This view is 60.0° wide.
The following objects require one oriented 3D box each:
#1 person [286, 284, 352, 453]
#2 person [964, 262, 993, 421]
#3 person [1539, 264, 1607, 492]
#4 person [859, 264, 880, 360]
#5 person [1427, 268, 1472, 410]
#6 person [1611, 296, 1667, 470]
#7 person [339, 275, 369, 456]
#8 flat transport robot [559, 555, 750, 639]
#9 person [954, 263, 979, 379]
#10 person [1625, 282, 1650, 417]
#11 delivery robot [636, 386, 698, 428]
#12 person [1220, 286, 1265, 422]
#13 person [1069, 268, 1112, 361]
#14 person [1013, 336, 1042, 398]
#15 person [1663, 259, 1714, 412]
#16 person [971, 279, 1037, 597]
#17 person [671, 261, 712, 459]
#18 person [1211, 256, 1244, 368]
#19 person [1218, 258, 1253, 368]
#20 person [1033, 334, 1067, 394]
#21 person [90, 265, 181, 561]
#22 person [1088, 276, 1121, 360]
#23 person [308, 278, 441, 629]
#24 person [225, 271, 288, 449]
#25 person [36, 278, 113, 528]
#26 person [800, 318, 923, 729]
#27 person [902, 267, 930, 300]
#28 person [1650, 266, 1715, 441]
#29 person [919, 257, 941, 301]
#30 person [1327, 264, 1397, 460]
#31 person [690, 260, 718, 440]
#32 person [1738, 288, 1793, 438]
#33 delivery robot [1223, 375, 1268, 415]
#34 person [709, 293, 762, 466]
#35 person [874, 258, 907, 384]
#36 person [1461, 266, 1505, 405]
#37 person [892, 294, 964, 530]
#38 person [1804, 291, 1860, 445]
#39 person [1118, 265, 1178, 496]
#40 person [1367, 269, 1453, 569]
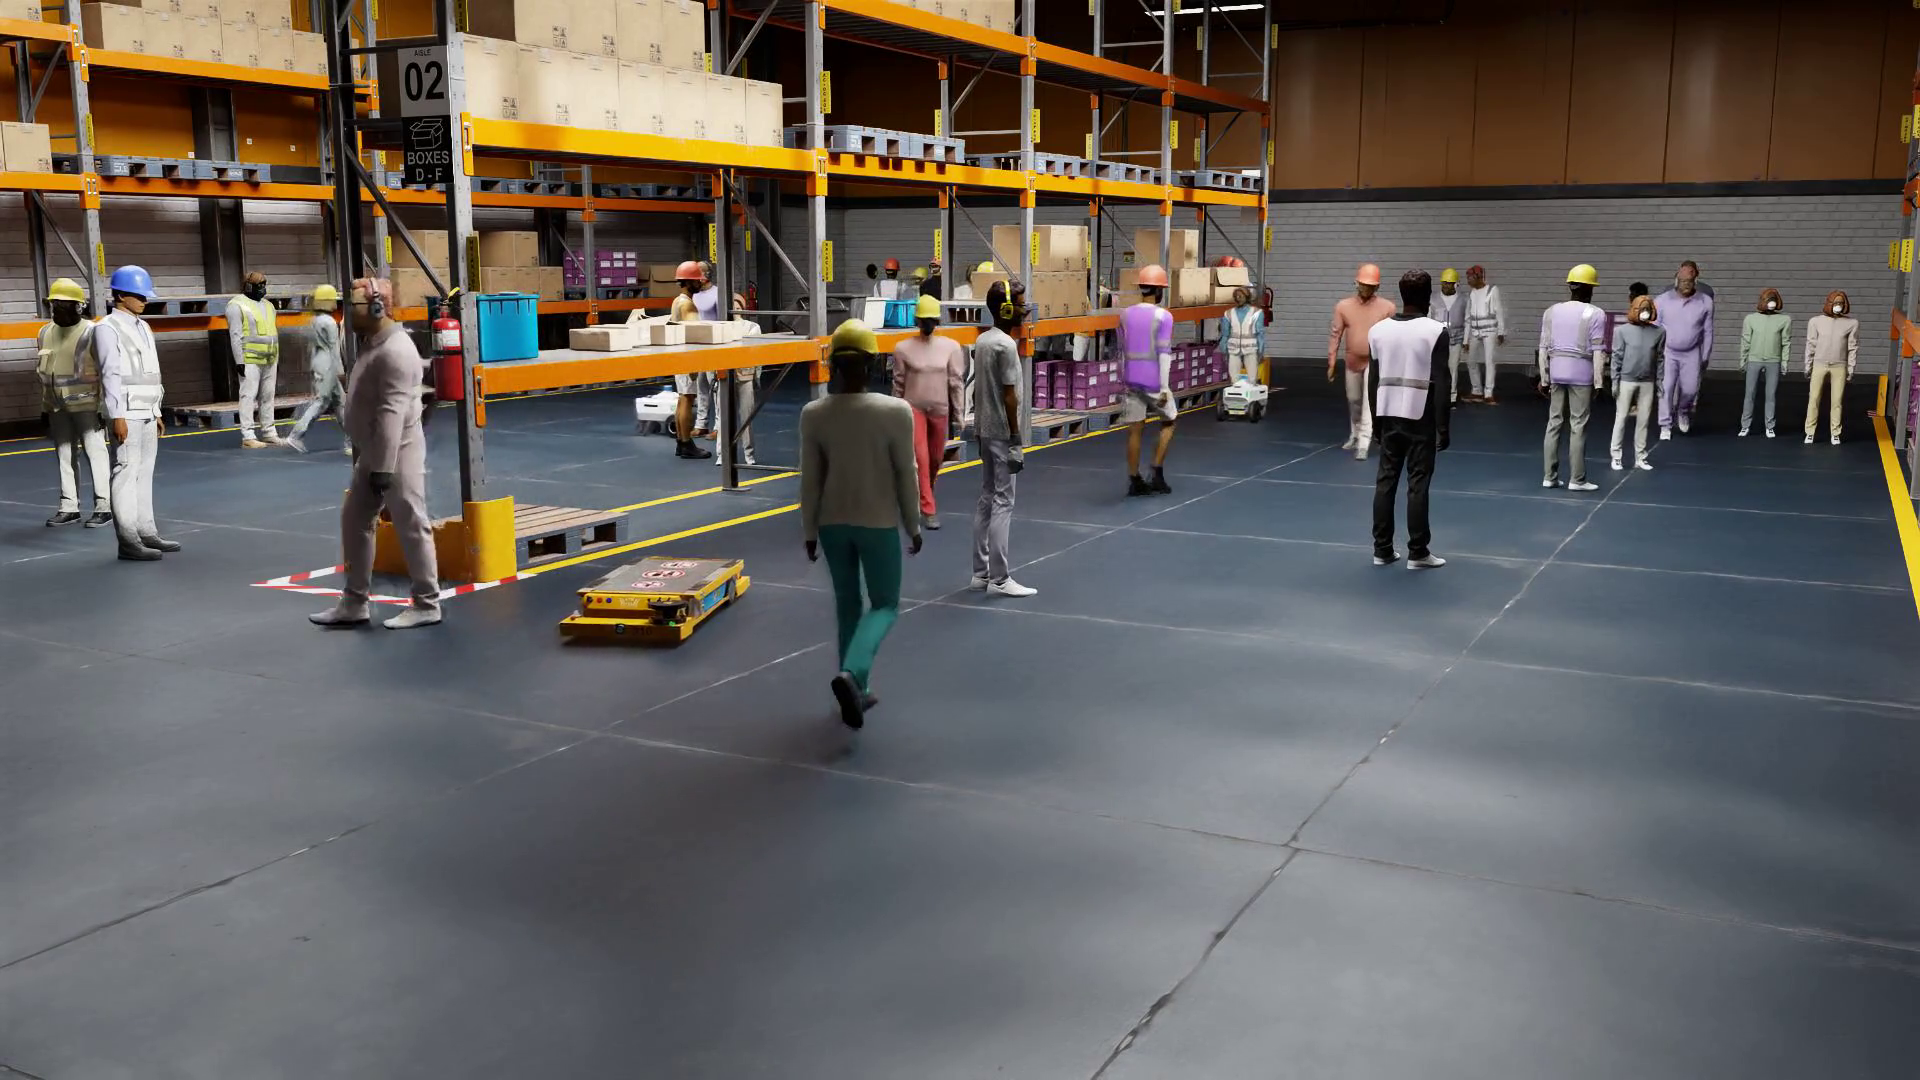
[{"bbox_3d":[-6.498,-1.745,16.938,0.847,1.709,0.496,-8,13,-38],"label":"person"},{"bbox_3d":[0.287,-2.349,19.838,0.403,1.919,0.587,5,11,26],"label":"person"},{"bbox_3d":[5.231,-1.376,14.178,0.384,1.922,0.594,-7,12,-37],"label":"person"},{"bbox_3d":[-1.639,-4.233,31.016,0.520,1.830,0.958,5,11,26],"label":"person"},{"bbox_3d":[6.284,-2.587,21.469,0.591,1.828,0.404,2,10,13],"label":"person"},{"bbox_3d":[6.316,-1.457,15.518,0.505,1.627,0.294,0,10,1],"label":"person"},{"bbox_3d":[-5.897,-1.727,16.454,0.634,1.839,0.429,9,13,42],"label":"person"},{"bbox_3d":[-1.665,0.298,9.268,0.652,0.197,1.431,1,10,7],"label":"flat transport robot"},{"bbox_3d":[0.147,-2.565,21.150,0.639,1.913,0.910,-6,11,-30],"label":"person"},{"bbox_3d":[8.417,-2.362,20.626,0.386,1.662,0.676,2,10,13],"label":"person"},{"bbox_3d":[-3.220,-1.463,18.373,0.707,0.478,0.477,4,11,24],"label":"delivery robot"},{"bbox_3d":[3.394,-2.238,20.004,0.544,1.626,0.373,5,11,25],"label":"person"},{"bbox_3d":[1.794,-2.842,22.945,0.618,1.836,0.430,0,10,-2],"label":"person"},{"bbox_3d":[0.857,-2.997,23.220,0.615,2.040,0.391,0,10,0],"label":"person"},{"bbox_3d":[9.246,-2.597,21.210,0.635,1.935,0.350,0,10,1],"label":"person"},{"bbox_3d":[0.244,-0.591,9.822,0.310,1.860,0.533,-4,11,-21],"label":"person"},{"bbox_3d":[-2.668,-1.772,16.427,0.365,1.939,0.542,-3,10,-17],"label":"person"},{"bbox_3d":[4.210,-3.571,26.757,1.079,1.999,0.607,3,10,17],"label":"person"},{"bbox_3d":[4.312,-3.444,26.127,0.543,1.933,0.363,4,11,21],"label":"person"},{"bbox_3d":[1.344,-2.937,23.938,0.556,1.669,0.543,4,10,21],"label":"person"},{"bbox_3d":[-5.473,-0.839,11.025,0.394,1.940,0.601,0,10,-3],"label":"person"},{"bbox_3d":[2.051,-2.890,23.546,0.589,1.728,0.378,-1,10,-8],"label":"person"},{"bbox_3d":[-3.173,-0.435,8.833,0.784,1.881,0.673,-6,11,-30],"label":"person"},{"bbox_3d":[-7.310,-1.870,17.319,0.428,1.837,0.623,3,10,19],"label":"person"},{"bbox_3d":[-6.540,-1.003,12.272,0.591,1.837,0.403,2,10,10],"label":"person"},{"bbox_3d":[-0.456,-0.061,7.064,0.520,1.748,0.666,3,10,19],"label":"person"},{"bbox_3d":[-0.579,-3.109,24.534,0.430,1.810,0.624,-9,13,-42],"label":"person"},{"bbox_3d":[7.799,-2.025,18.048,0.658,1.889,0.538,3,10,18],"label":"person"},{"bbox_3d":[-0.299,-3.012,23.464,0.611,1.989,0.391,7,12,37],"label":"person"},{"bbox_3d":[4.034,-1.794,16.633,0.653,1.929,1.082,4,11,24],"label":"person"},{"bbox_3d":[-2.735,-2.048,18.024,0.629,1.940,0.379,8,13,39],"label":"person"},{"bbox_3d":[8.840,-1.941,18.281,0.507,1.636,0.275,5,11,25],"label":"person"},{"bbox_3d":[3.444,-1.752,20.044,0.477,0.478,0.707,6,11,30],"label":"delivery robot"},{"bbox_3d":[-2.145,-1.527,15.881,0.511,1.638,0.308,-2,10,-9],"label":"person"},{"bbox_3d":[-1.054,-3.374,25.709,0.551,1.934,0.372,2,10,11],"label":"person"},{"bbox_3d":[7.034,-2.739,22.297,0.345,1.857,0.670,-6,12,-32],"label":"person"},{"bbox_3d":[-0.262,-0.977,12.437,0.523,1.725,0.835,-2,10,-14],"label":"person"},{"bbox_3d":[9.207,-1.817,17.598,0.496,1.629,0.277,4,11,22],"label":"person"},{"bbox_3d":[1.573,-1.315,13.843,0.552,1.923,0.470,8,13,39],"label":"person"},{"bbox_3d":[2.876,-0.770,10.684,0.391,1.920,0.593,-9,13,-43],"label":"person"}]
